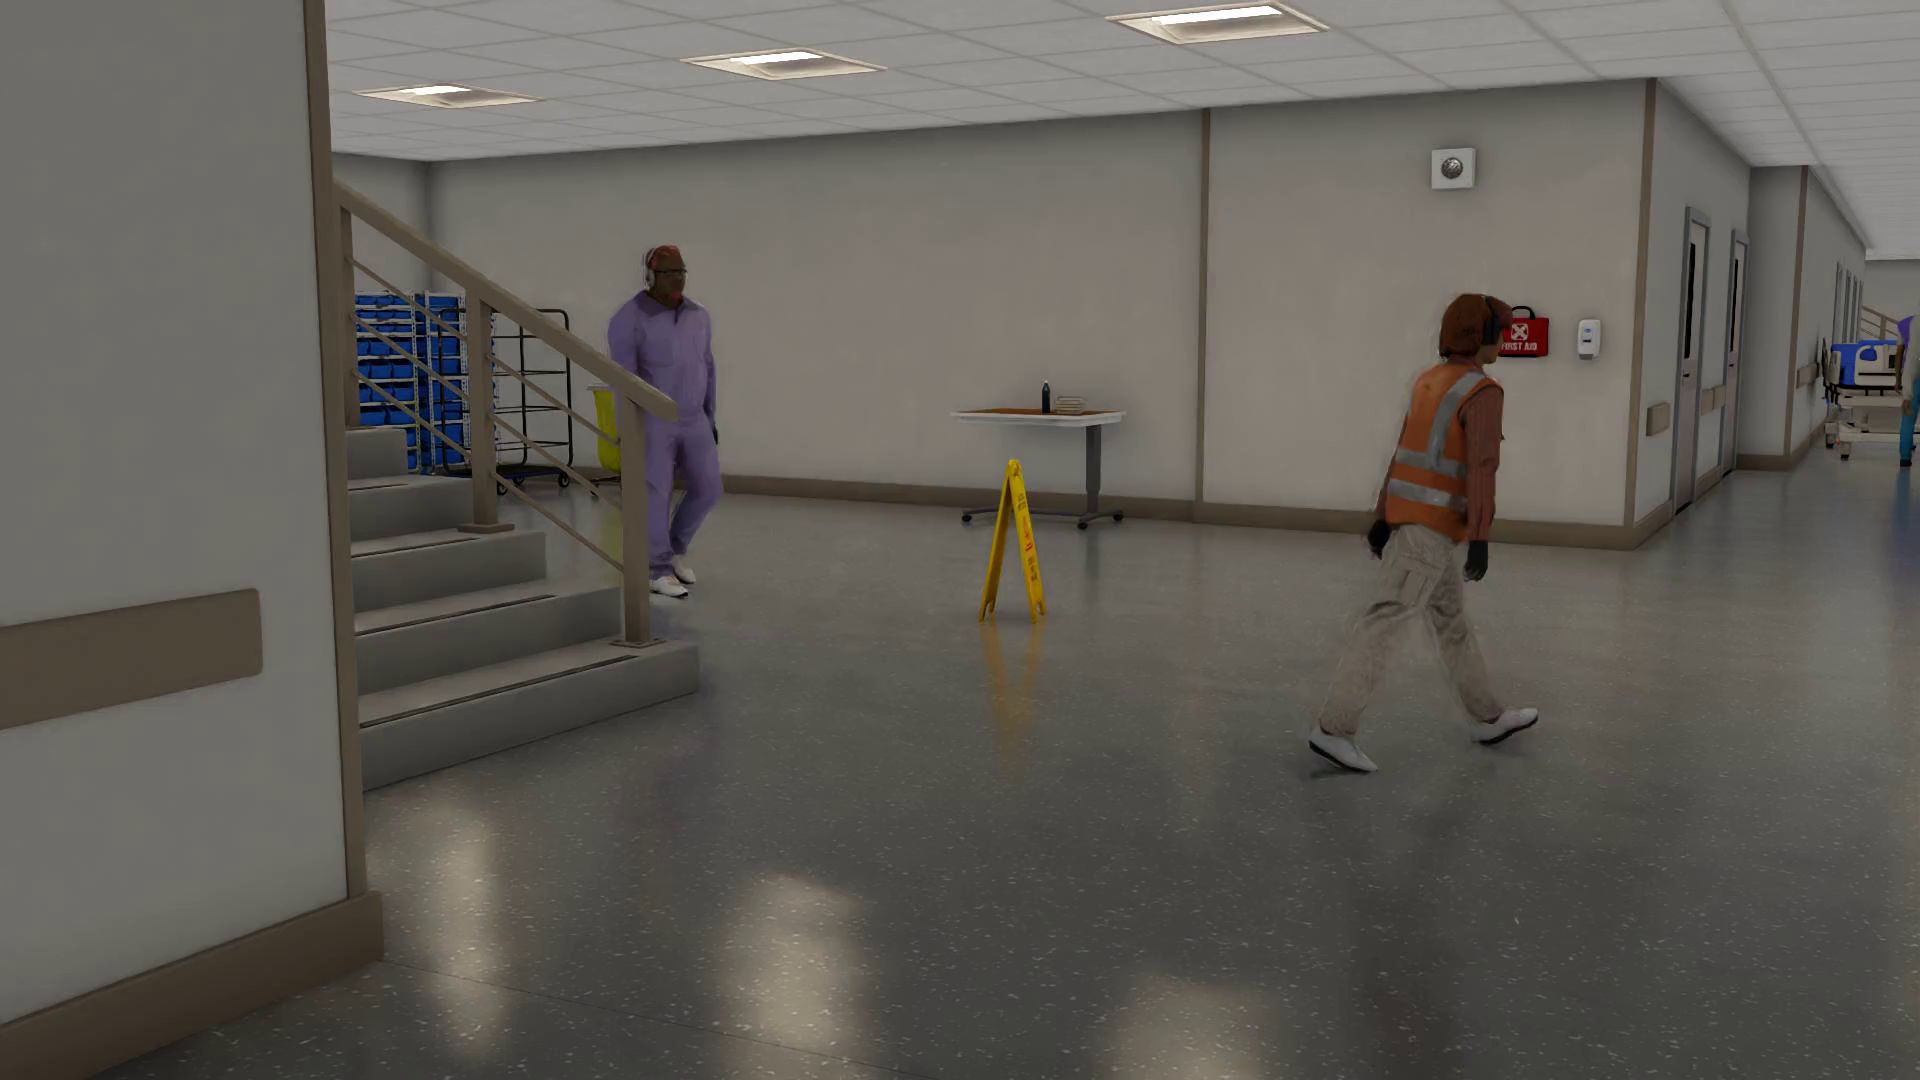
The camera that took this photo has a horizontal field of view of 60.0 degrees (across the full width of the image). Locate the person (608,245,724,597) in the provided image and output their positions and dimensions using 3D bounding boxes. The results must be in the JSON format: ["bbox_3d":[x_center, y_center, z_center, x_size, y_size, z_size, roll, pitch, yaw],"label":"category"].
[{"bbox_3d":[-1.560,-0.633,8.977,0.682,1.891,0.429,-7,10,-44],"label":"person"}]

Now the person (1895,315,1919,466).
[{"bbox_3d":[9.901,-1.659,17.074,0.374,1.840,0.568,-7,10,-43],"label":"person"}]

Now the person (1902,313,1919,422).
[{"bbox_3d":[7.664,-1.134,12.861,0.647,1.902,0.969,3,8,20],"label":"person"}]

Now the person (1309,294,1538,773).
[{"bbox_3d":[1.595,-0.032,5.586,0.925,1.570,0.571,-1,7,-8],"label":"person"}]
